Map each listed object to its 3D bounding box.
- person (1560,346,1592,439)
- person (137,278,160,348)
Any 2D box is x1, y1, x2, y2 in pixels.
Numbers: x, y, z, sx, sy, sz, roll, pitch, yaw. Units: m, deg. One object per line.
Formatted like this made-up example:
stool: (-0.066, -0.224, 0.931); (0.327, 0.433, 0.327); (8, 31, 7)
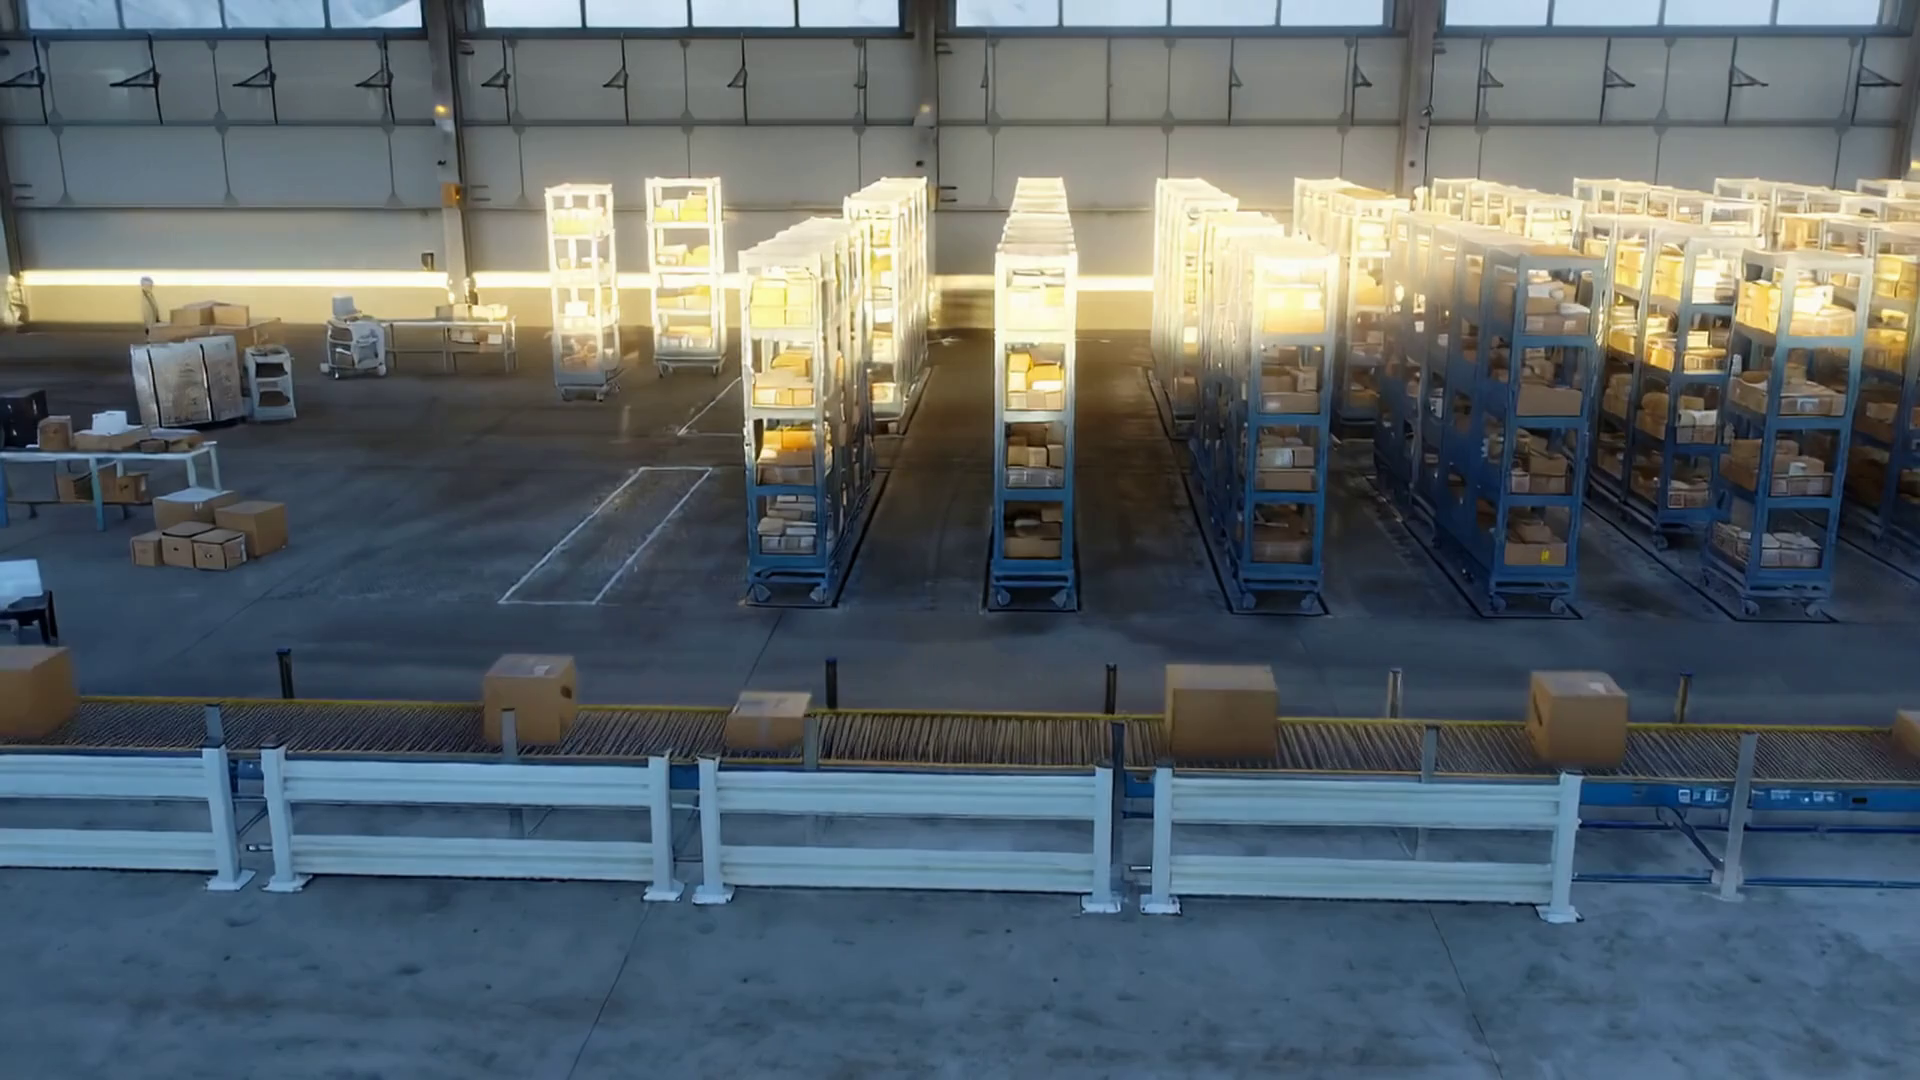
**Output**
person: (9.285, -2.335, 24.757); (0.525, 1.823, 0.757); (4, 16, 15)
person: (-15.185, -4.048, 31.240); (0.325, 1.752, 0.560); (-1, 15, -5)
